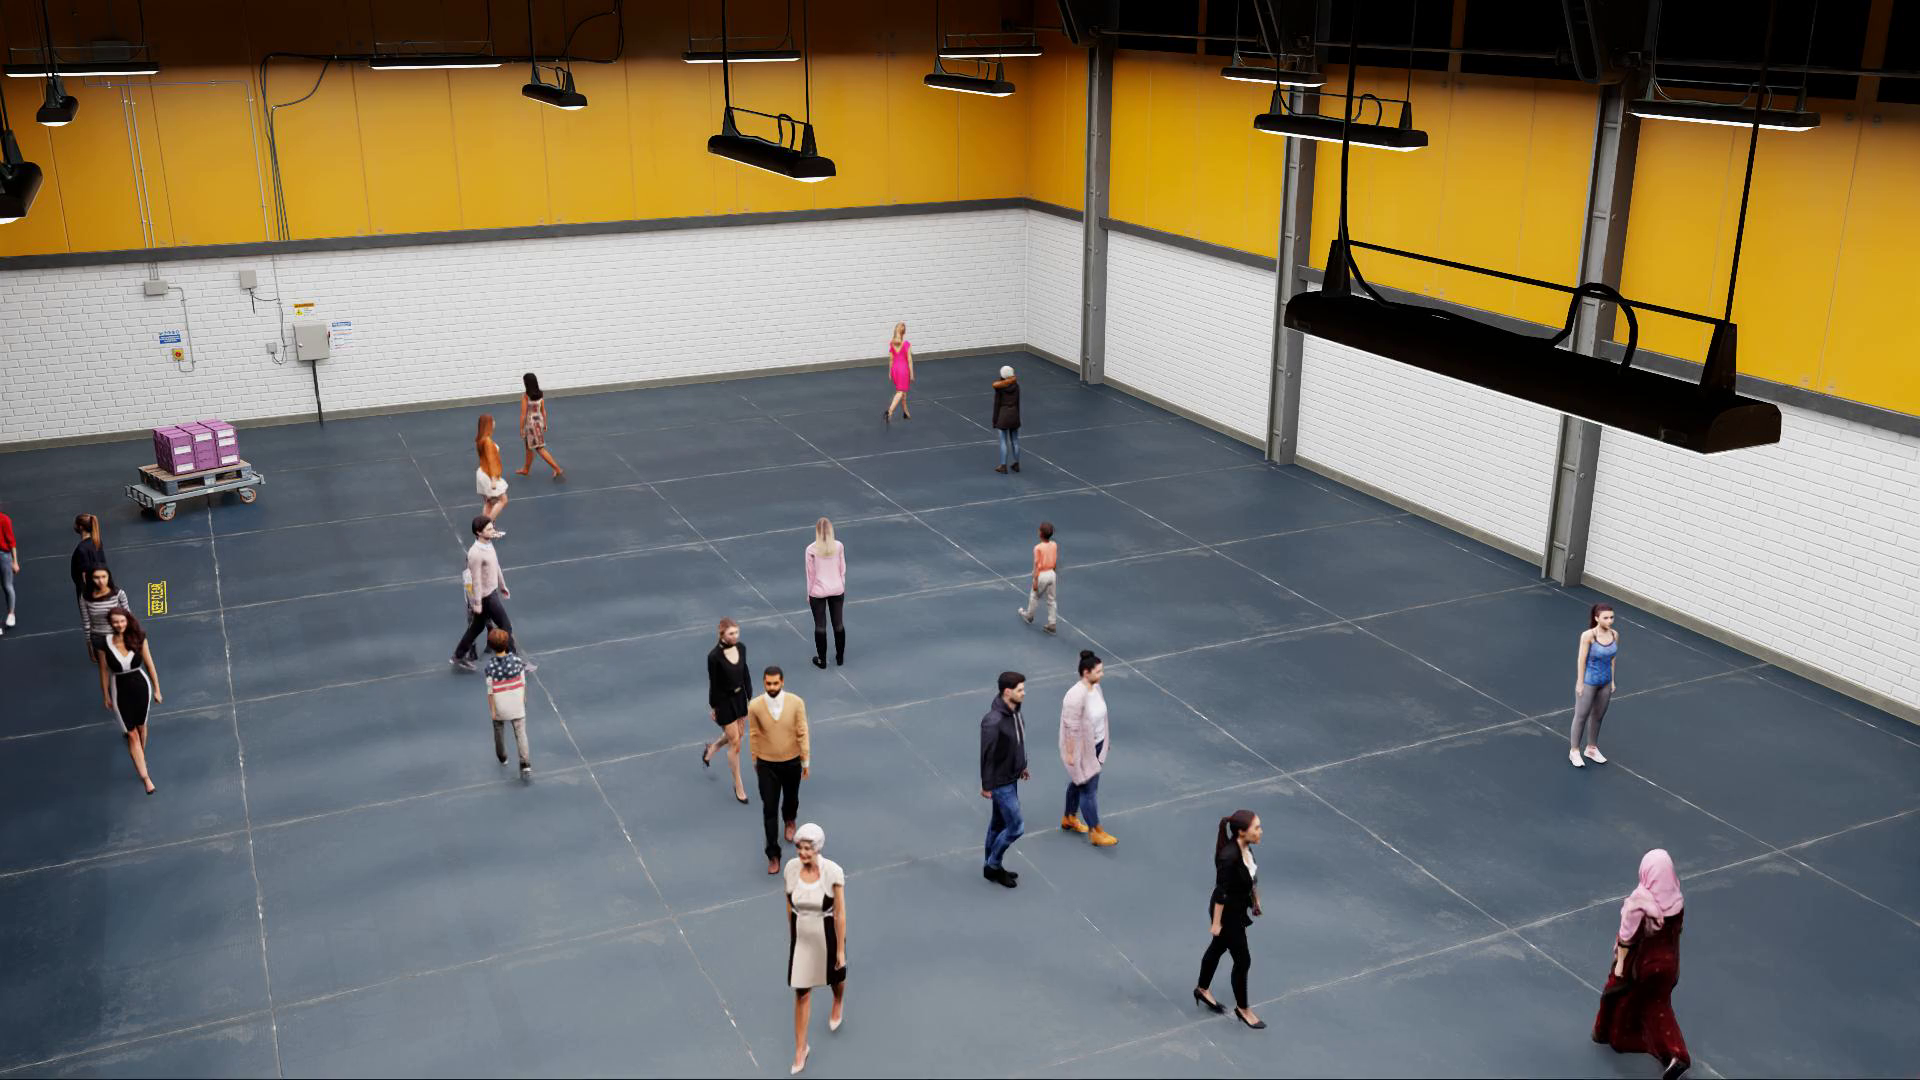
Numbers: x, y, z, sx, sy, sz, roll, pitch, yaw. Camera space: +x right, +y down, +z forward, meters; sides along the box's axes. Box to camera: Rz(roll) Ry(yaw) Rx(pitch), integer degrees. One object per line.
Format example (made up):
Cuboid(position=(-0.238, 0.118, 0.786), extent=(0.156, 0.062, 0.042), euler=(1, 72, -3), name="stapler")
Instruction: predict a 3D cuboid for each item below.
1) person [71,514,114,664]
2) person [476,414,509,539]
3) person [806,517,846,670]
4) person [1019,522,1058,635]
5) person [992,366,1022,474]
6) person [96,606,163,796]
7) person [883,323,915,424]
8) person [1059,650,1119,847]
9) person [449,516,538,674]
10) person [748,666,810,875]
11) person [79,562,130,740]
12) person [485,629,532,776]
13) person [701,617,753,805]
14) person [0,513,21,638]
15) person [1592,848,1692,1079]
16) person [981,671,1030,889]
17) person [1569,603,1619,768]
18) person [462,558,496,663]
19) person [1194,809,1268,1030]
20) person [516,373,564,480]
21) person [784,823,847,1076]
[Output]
Cuboid(position=(-9.426, 0.511, 18.162), extent=(0.776, 1.682, 0.659), euler=(1, 19, 3), name="person")
Cuboid(position=(-6.327, -0.818, 22.057), extent=(0.733, 1.715, 0.616), euler=(-12, 22, -31), name="person")
Cuboid(position=(-1.444, 0.563, 17.999), extent=(0.604, 1.688, 0.551), euler=(-7, 20, -20), name="person")
Cuboid(position=(1.003, 0.453, 18.954), extent=(0.549, 1.287, 0.842), euler=(-10, 21, -28), name="person")
Cuboid(position=(0.729, -1.837, 25.217), extent=(0.616, 1.629, 0.571), euler=(-10, 21, -26), name="person")
Cuboid(position=(-7.634, 1.438, 15.304), extent=(0.777, 1.751, 1.201), euler=(-14, 23, -35), name="person")
Cuboid(position=(-1.049, -2.763, 27.864), extent=(1.046, 1.697, 0.959), euler=(13, 23, 34), name="person")
Cuboid(position=(0.999, 1.760, 14.380), extent=(1.025, 1.729, 0.954), euler=(10, 21, 28), name="person")
Cuboid(position=(-5.125, 0.606, 17.748), extent=(1.041, 1.767, 1.216), euler=(0, 19, 0), name="person")
Cuboid(position=(-1.513, 1.860, 14.103), extent=(0.883, 1.717, 1.242), euler=(-3, 19, -7), name="person")
Cuboid(position=(-8.391, 1.048, 16.449), extent=(0.645, 1.757, 1.125), euler=(-11, 21, -29), name="person")
Cuboid(position=(-4.206, 1.532, 15.548), extent=(0.512, 1.415, 0.927), euler=(-8, 20, -23), name="person")
Cuboid(position=(-2.123, 1.497, 15.137), extent=(1.085, 1.744, 0.824), euler=(17, 25, 41), name="person")
Cuboid(position=(-10.994, 0.231, 19.015), extent=(0.680, 1.669, 1.050), euler=(-7, 20, -19), name="person")
Cuboid(position=(4.690, 2.888, 11.216), extent=(0.767, 1.611, 1.035), euler=(-5, 19, -14), name="person")
Cuboid(position=(0.261, 1.932, 13.641), extent=(0.847, 1.874, 0.786), euler=(7, 20, 20), name="person")
Cuboid(position=(6.019, 1.355, 15.769), extent=(0.584, 1.610, 0.576), euler=(-6, 19, -17), name="person")
Cuboid(position=(-5.272, 0.695, 18.313), extent=(0.786, 1.237, 0.929), euler=(3, 19, 9), name="person")
Cuboid(position=(1.838, 2.656, 11.864), extent=(0.950, 1.638, 0.877), euler=(8, 20, 23), name="person")
Cuboid(position=(-6.267, -1.659, 24.718), extent=(1.171, 1.610, 1.066), euler=(8, 20, 22), name="person")
Cuboid(position=(-0.941, 2.739, 11.506), extent=(1.042, 1.708, 1.159), euler=(5, 19, 13), name="person")
